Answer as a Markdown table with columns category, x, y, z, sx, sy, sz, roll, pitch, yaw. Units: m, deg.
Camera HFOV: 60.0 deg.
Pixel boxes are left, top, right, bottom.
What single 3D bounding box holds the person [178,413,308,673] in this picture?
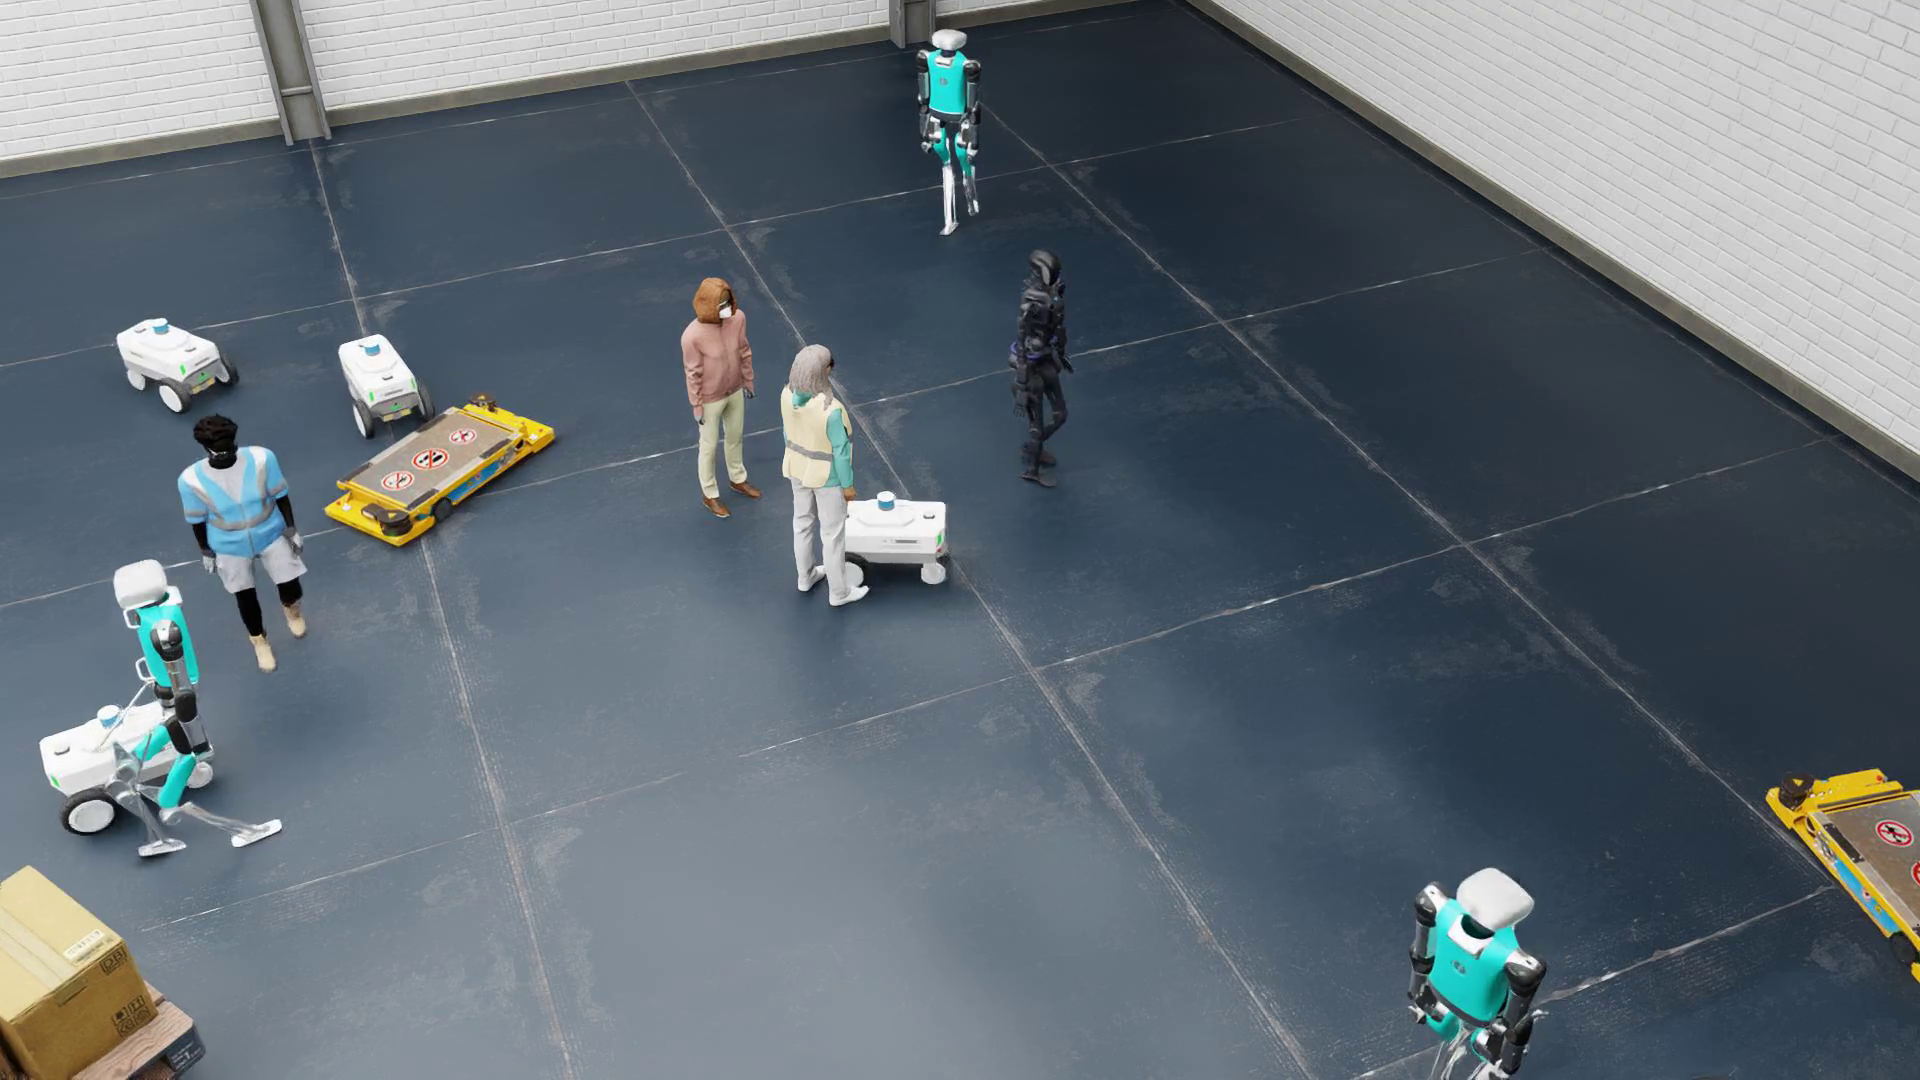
| category | x | y | z | sx | sy | sz | roll | pitch | yaw |
| --- | --- | --- | --- | --- | --- | --- | --- | --- | --- |
| person | -3.890 | 0.003 | 9.103 | 0.545 | 1.677 | 0.418 | -19 | 42 | -23 |

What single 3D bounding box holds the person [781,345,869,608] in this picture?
| category | x | y | z | sx | sy | sz | roll | pitch | yaw |
| --- | --- | --- | --- | --- | --- | --- | --- | --- | --- |
| person | -0.819 | -0.352 | 9.549 | 0.463 | 1.709 | 0.367 | 26 | 45 | 30 |

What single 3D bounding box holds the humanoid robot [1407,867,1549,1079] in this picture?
| category | x | y | z | sx | sy | sz | roll | pitch | yaw |
| --- | --- | --- | --- | --- | --- | --- | --- | --- | --- |
| humanoid robot | 2.105 | 1.898 | 6.679 | 0.764 | 1.874 | 0.530 | -28 | 45 | -31 |

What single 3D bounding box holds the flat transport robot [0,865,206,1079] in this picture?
| category | x | y | z | sx | sy | sz | roll | pitch | yaw |
| --- | --- | --- | --- | --- | --- | --- | --- | --- | --- |
| flat transport robot | -3.996 | 2.435 | 7.104 | 1.431 | 0.231 | 0.659 | 23 | 43 | 27 |

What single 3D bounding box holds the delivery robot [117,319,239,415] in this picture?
| category | x | y | z | sx | sy | sz | roll | pitch | yaw |
| --- | --- | --- | --- | --- | --- | --- | --- | --- | --- |
| delivery robot | -5.531 | -1.264 | 11.691 | 0.803 | 0.603 | 0.499 | 19 | 42 | 23 |

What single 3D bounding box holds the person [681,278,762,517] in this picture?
| category | x | y | z | sx | sy | sz | roll | pitch | yaw |
| --- | --- | --- | --- | --- | --- | --- | --- | --- | --- |
| person | -1.482 | -0.900 | 10.331 | 0.279 | 1.626 | 0.493 | 29 | 46 | 33 |

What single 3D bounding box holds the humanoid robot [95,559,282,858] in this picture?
| category | x | y | z | sx | sy | sz | roll | pitch | yaw |
| --- | --- | --- | --- | --- | --- | --- | --- | --- | --- |
| humanoid robot | -3.891 | 0.907 | 7.899 | 0.824 | 1.774 | 0.548 | -20 | 42 | -24 |

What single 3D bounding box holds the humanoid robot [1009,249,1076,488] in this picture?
| category | x | y | z | sx | sy | sz | roll | pitch | yaw |
| --- | --- | --- | --- | --- | --- | --- | --- | --- | --- |
| humanoid robot | 0.516 | -1.095 | 10.535 | 0.386 | 1.649 | 0.615 | 20 | 42 | 24 |

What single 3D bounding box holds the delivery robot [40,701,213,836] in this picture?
| category | x | y | z | sx | sy | sz | roll | pitch | yaw |
| --- | --- | --- | --- | --- | --- | --- | --- | --- | --- |
| delivery robot | -4.331 | 1.120 | 8.596 | 0.816 | 0.613 | 0.499 | -20 | 42 | -24 |

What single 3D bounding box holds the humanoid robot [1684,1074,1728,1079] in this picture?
| category | x | y | z | sx | sy | sz | roll | pitch | yaw |
| --- | --- | --- | --- | --- | --- | --- | --- | --- | --- |
| humanoid robot | 2.581 | 2.434 | 5.975 | 0.614 | 1.642 | 0.612 | -13 | 40 | -17 |

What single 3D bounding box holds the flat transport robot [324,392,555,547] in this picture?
| category | x | y | z | sx | sy | sz | roll | pitch | yaw |
| --- | --- | --- | --- | --- | --- | --- | --- | --- | --- |
| flat transport robot | -3.396 | -0.484 | 10.904 | 0.659 | 0.231 | 1.431 | 20 | 42 | 24 |

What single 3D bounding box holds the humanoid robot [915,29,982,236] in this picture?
| category | x | y | z | sx | sy | sz | roll | pitch | yaw |
| --- | --- | --- | --- | --- | --- | --- | --- | --- | --- |
| humanoid robot | 0.015 | -3.294 | 13.428 | 0.546 | 1.861 | 0.834 | 15 | 40 | 18 |

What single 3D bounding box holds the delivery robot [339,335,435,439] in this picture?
| category | x | y | z | sx | sy | sz | roll | pitch | yaw |
| --- | --- | --- | --- | --- | --- | --- | --- | --- | --- |
| delivery robot | -3.999 | -1.108 | 11.465 | 0.499 | 0.575 | 0.759 | -22 | 43 | -26 |

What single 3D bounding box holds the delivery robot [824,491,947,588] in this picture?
| category | x | y | z | sx | sy | sz | roll | pitch | yaw |
| --- | --- | --- | --- | --- | --- | --- | --- | --- | --- |
| delivery robot | -0.439 | -0.031 | 10.067 | 0.757 | 0.580 | 0.499 | 1 | 38 | 1 |

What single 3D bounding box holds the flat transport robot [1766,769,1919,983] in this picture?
| category | x | y | z | sx | sy | sz | roll | pitch | yaw |
| --- | --- | --- | --- | --- | --- | --- | --- | --- | --- |
| flat transport robot | 4.665 | 1.664 | 8.108 | 0.659 | 0.231 | 1.431 | -8 | 38 | -11 |
